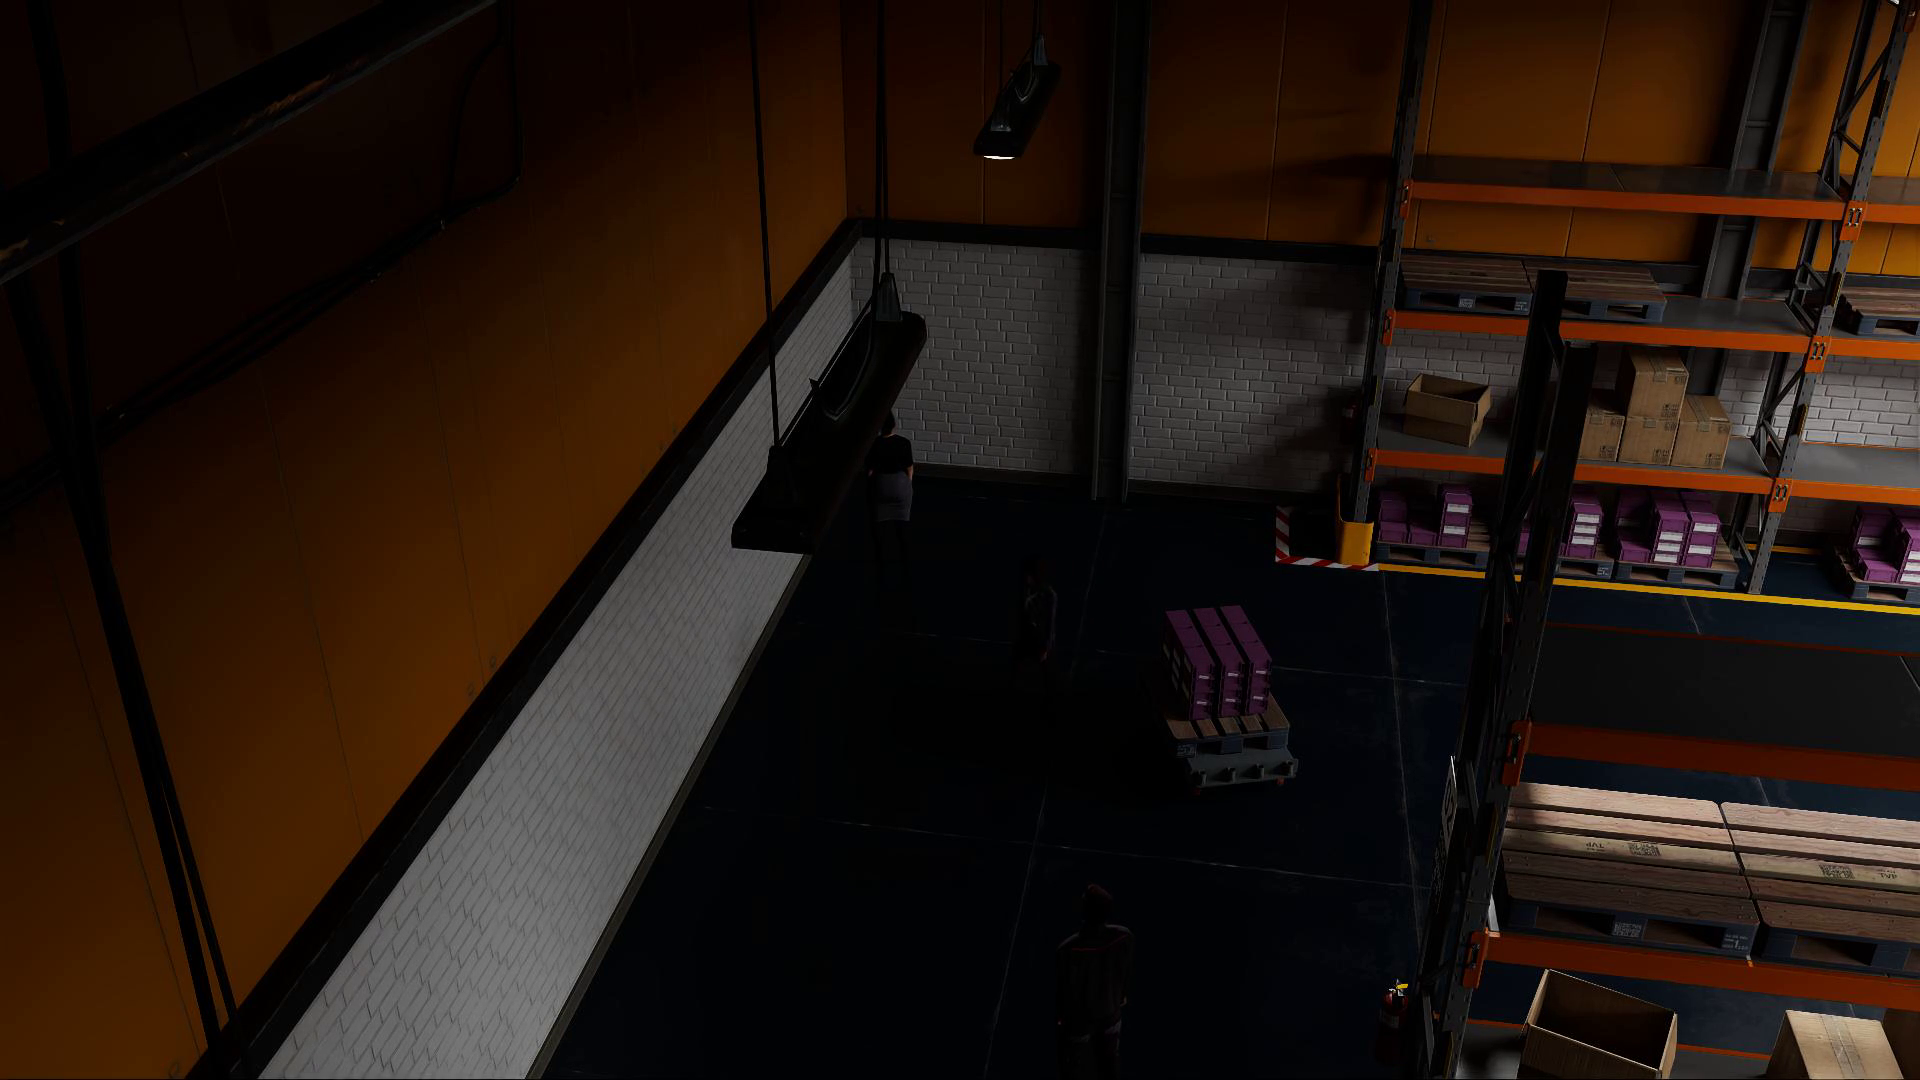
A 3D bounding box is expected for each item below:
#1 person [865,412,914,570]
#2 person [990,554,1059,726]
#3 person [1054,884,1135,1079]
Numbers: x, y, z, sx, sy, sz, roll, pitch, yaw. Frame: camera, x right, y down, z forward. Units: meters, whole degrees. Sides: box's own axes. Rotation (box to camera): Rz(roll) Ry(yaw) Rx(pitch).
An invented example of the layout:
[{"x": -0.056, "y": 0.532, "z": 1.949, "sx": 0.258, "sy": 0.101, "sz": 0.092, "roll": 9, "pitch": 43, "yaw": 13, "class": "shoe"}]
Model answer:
[{"x": -0.727, "y": -0.521, "z": 17.122, "sx": 0.607, "sy": 1.761, "sz": 0.765, "roll": 0, "pitch": 29, "yaw": 0, "class": "person"}, {"x": 0.736, "y": 0.858, "z": 14.694, "sx": 1.020, "sy": 1.665, "sz": 1.020, "roll": 25, "pitch": 37, "yaw": 38, "class": "person"}, {"x": 0.823, "y": 2.962, "z": 10.572, "sx": 0.718, "sy": 1.919, "sz": 0.840, "roll": -10, "pitch": 30, "yaw": -18, "class": "person"}]
